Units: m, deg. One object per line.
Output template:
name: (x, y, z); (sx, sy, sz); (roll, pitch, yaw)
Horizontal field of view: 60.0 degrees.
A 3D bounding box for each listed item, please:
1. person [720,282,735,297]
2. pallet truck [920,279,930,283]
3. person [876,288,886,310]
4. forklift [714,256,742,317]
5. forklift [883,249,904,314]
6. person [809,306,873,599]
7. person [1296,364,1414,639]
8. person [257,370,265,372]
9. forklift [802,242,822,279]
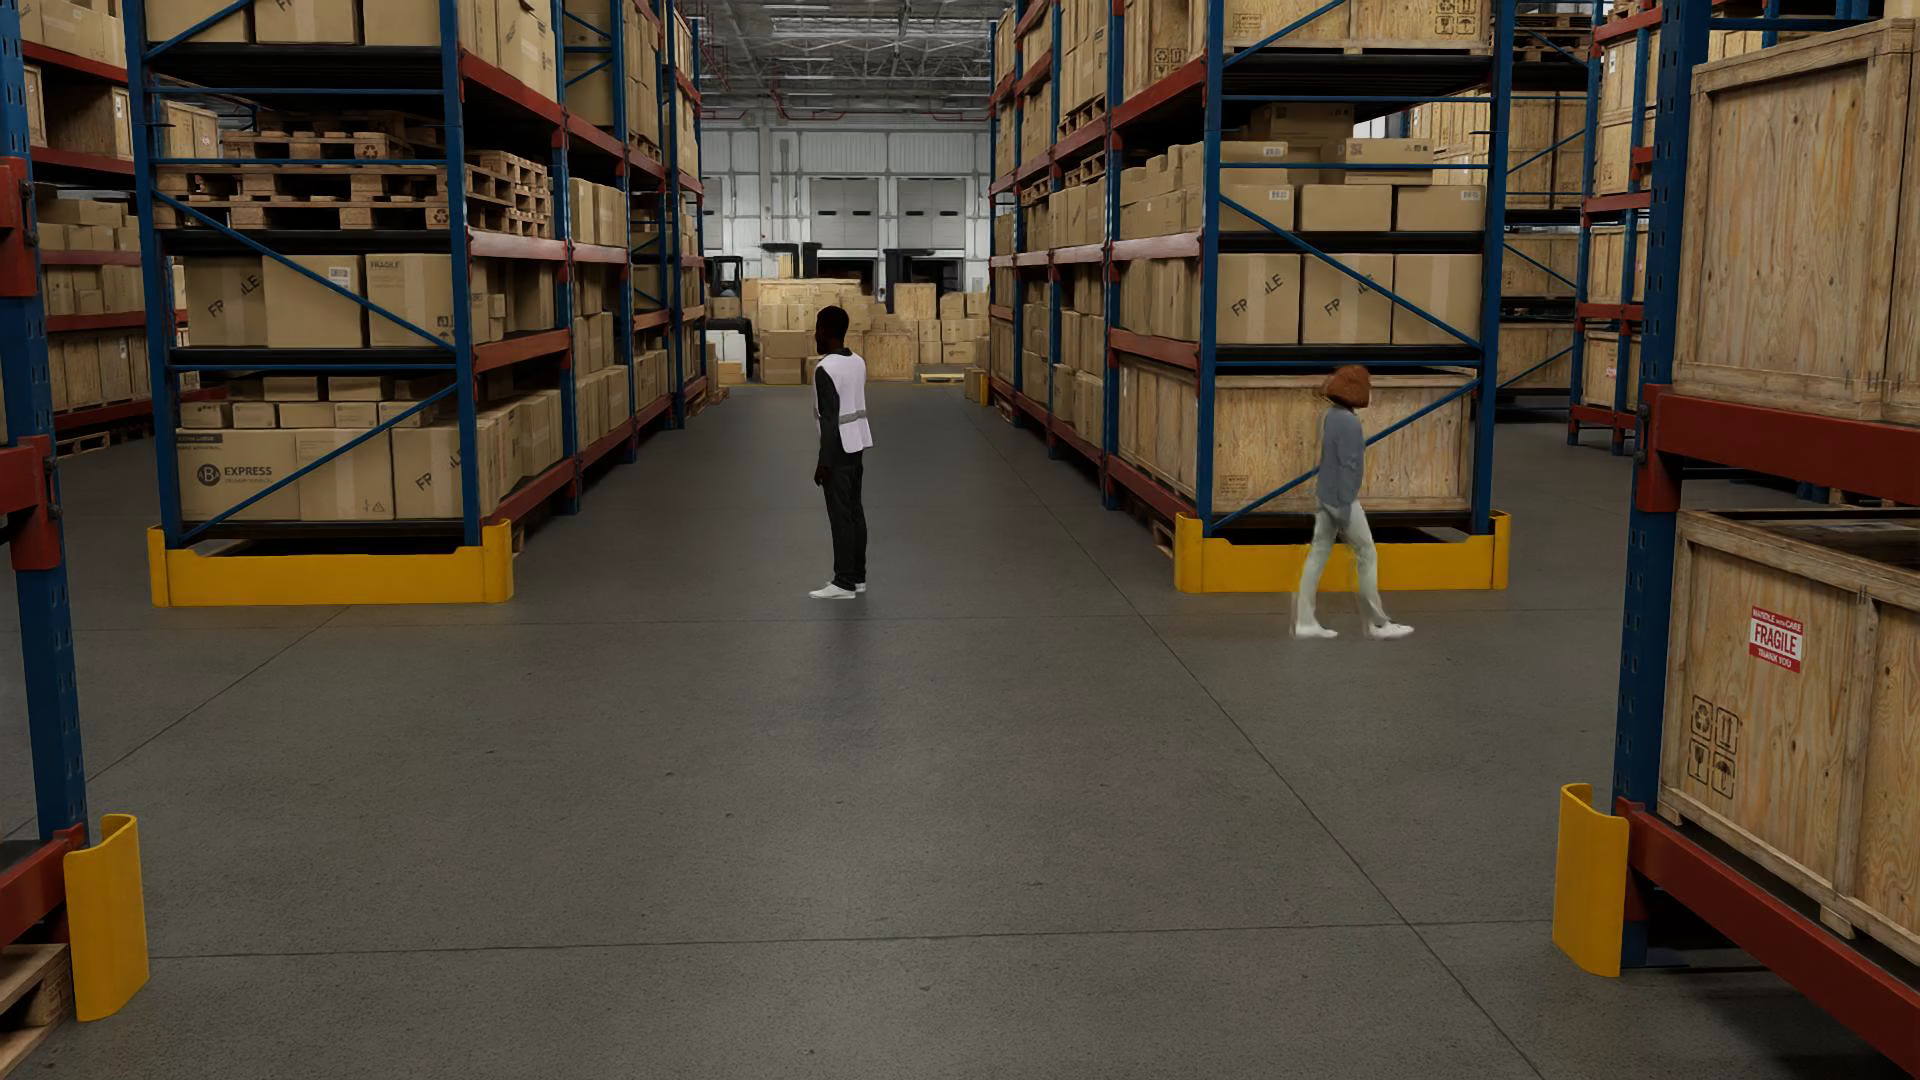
person: (-7.598, -7.442, 54.153); (0.867, 1.888, 0.651); (4, 10, 24)
pallet truck: (-0.932, -8.922, 63.114); (1.885, 1.965, 0.823); (2, 9, 13)
person: (-3.150, -9.321, 66.892); (0.536, 1.593, 0.856); (6, 11, 32)
forklift: (-8.481, -8.973, 60.670); (1.129, 2.768, 1.873); (-1, 9, -4)
forklift: (-1.786, -6.475, 44.989); (1.873, 2.768, 1.129); (2, 9, 11)
person: (-0.784, -0.568, 10.909); (0.398, 1.920, 0.588); (3, 10, 18)
person: (2.304, -0.211, 9.630); (0.755, 1.600, 0.520); (-1, 9, -5)
person: (-9.401, -2.499, 22.937); (0.629, 1.947, 0.552); (-1, 9, -9)
forklift: (-3.263, -5.129, 36.534); (1.873, 2.768, 1.129); (-1, 9, -5)
